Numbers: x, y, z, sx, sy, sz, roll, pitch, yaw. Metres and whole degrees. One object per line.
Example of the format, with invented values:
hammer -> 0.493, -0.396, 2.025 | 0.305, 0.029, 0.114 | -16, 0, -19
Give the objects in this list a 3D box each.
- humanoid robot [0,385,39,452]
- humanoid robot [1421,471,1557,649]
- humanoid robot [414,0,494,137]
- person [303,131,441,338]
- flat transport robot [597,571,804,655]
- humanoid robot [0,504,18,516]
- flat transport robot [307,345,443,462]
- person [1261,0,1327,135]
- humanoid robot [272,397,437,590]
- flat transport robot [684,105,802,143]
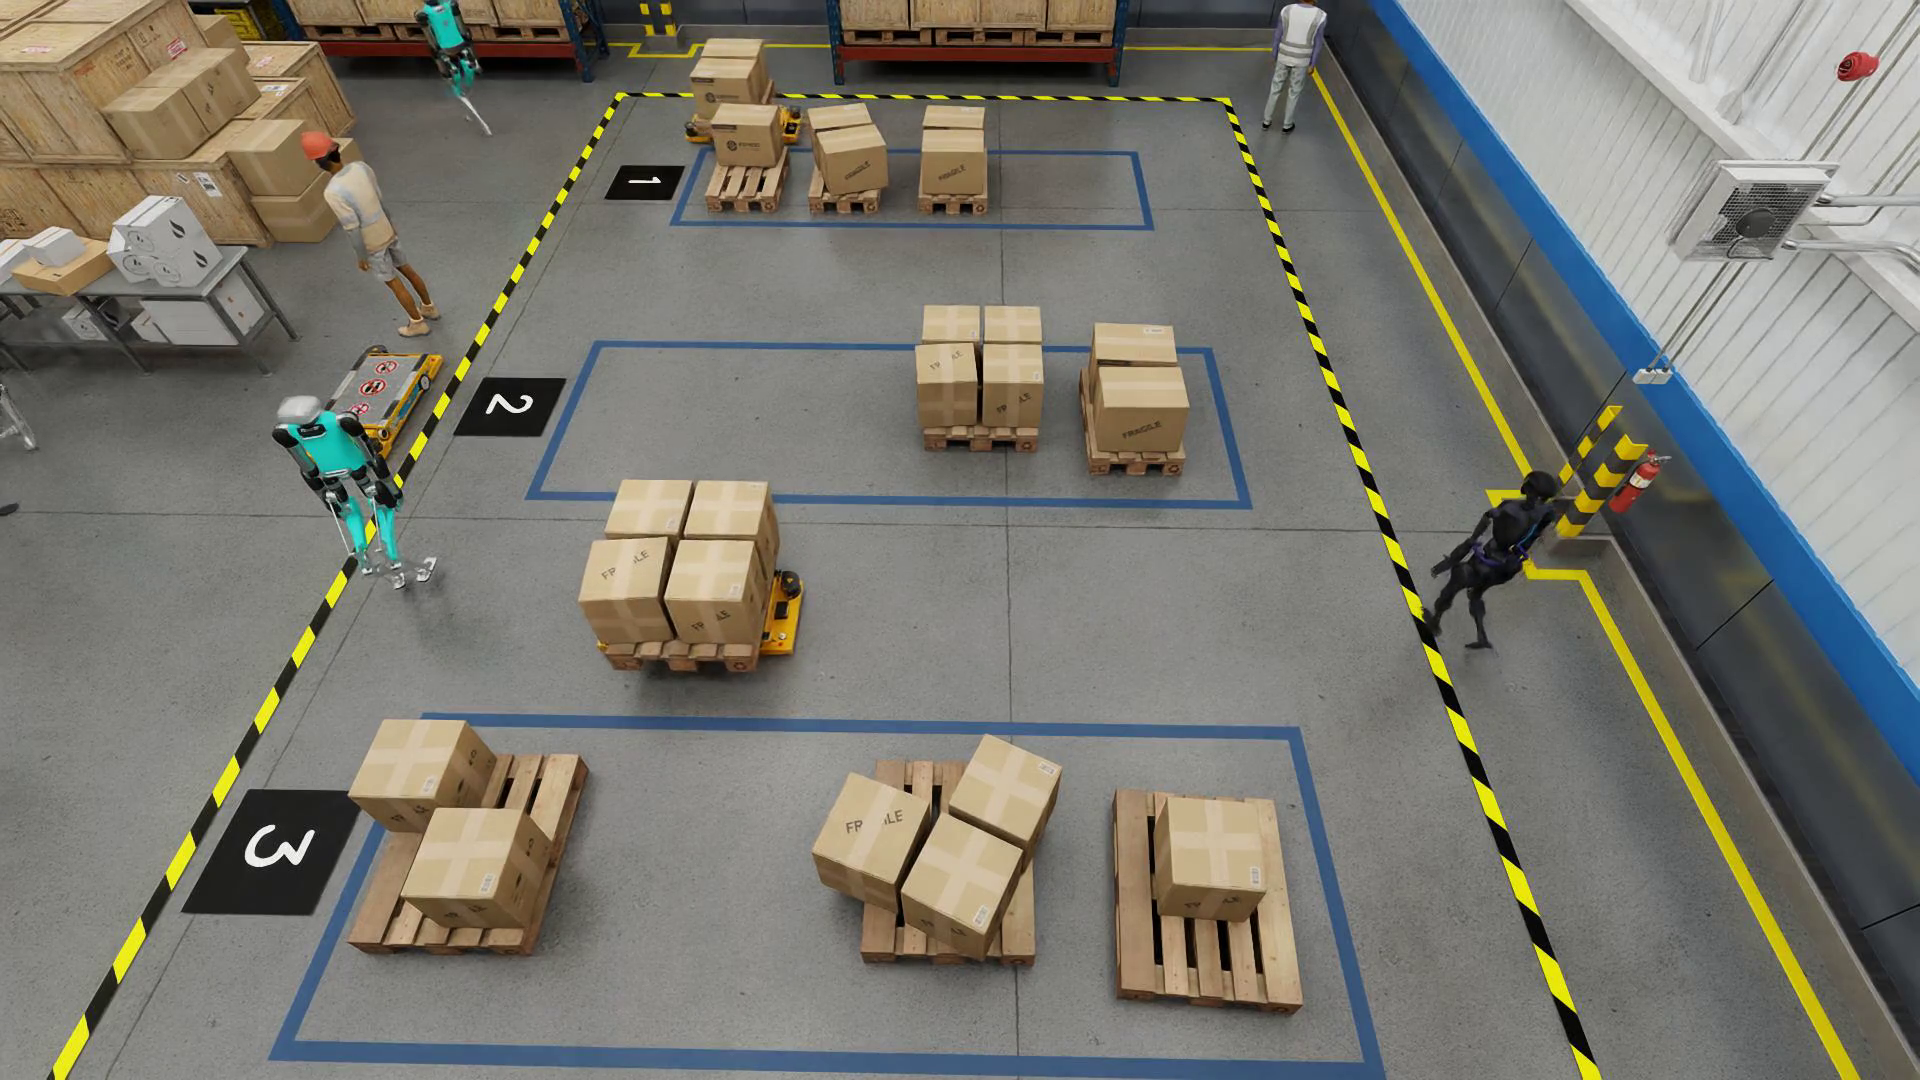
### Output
humanoid robot -> -8.422, -1.478, 7.654 | 0.590, 1.775, 0.873 | -8, 50, -6
humanoid robot -> 3.637, 0.201, 6.283 | 0.591, 1.644, 0.518 | -8, 50, -6
humanoid robot -> -6.424, -5.997, 11.534 | 0.805, 1.849, 0.557 | 33, 57, 25
person -> -5.513, -2.831, 8.604 | 0.382, 2.040, 0.604 | 4, 50, 3
flat transport robot -> -1.942, 0.529, 6.901 | 1.431, 0.197, 0.652 | 1, 50, 1
humanoid robot -> -8.215, -0.675, 7.027 | 0.603, 1.619, 0.610 | -32, 57, -24
flat transport robot -> -5.383, -1.269, 8.441 | 0.659, 0.231, 1.431 | 1, 50, 1
person -> 4.175, -6.017, 11.434 | 0.587, 1.831, 0.404 | 23, 53, 18
humanoid robot -> -4.277, -0.198, 6.487 | 0.533, 1.673, 0.735 | -11, 51, -9
flat transport robot -> -2.820, -5.438, 11.950 | 1.431, 0.197, 0.652 | 1, 50, 1
